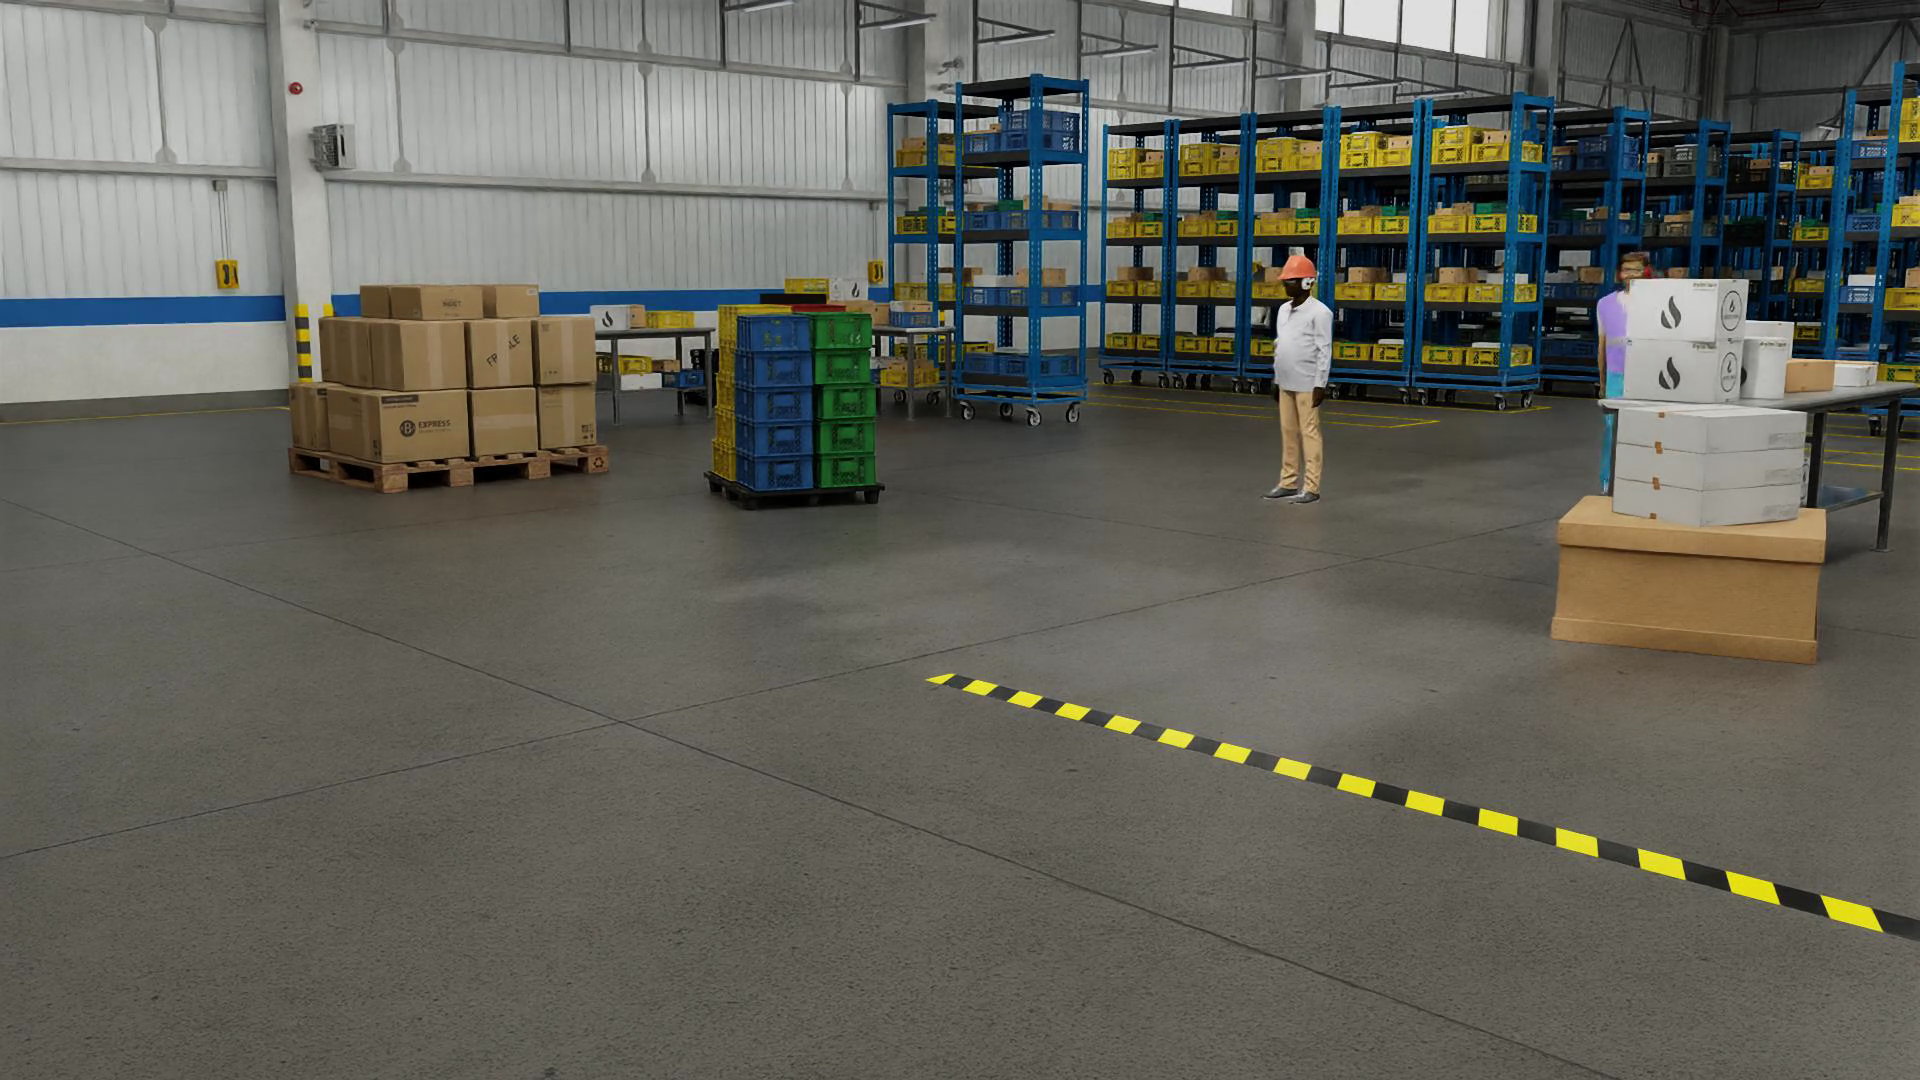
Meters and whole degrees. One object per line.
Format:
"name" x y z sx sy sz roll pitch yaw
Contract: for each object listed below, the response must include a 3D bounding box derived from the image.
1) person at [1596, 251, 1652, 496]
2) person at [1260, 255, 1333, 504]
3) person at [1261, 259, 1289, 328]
"person" 4.933 -1.210 12.175 0.565 1.797 0.998 5 11 29
"person" 2.391 -1.131 11.791 0.341 1.752 0.563 -4 10 -25
"person" 5.163 -3.637 26.776 0.632 1.781 0.572 0 9 2
